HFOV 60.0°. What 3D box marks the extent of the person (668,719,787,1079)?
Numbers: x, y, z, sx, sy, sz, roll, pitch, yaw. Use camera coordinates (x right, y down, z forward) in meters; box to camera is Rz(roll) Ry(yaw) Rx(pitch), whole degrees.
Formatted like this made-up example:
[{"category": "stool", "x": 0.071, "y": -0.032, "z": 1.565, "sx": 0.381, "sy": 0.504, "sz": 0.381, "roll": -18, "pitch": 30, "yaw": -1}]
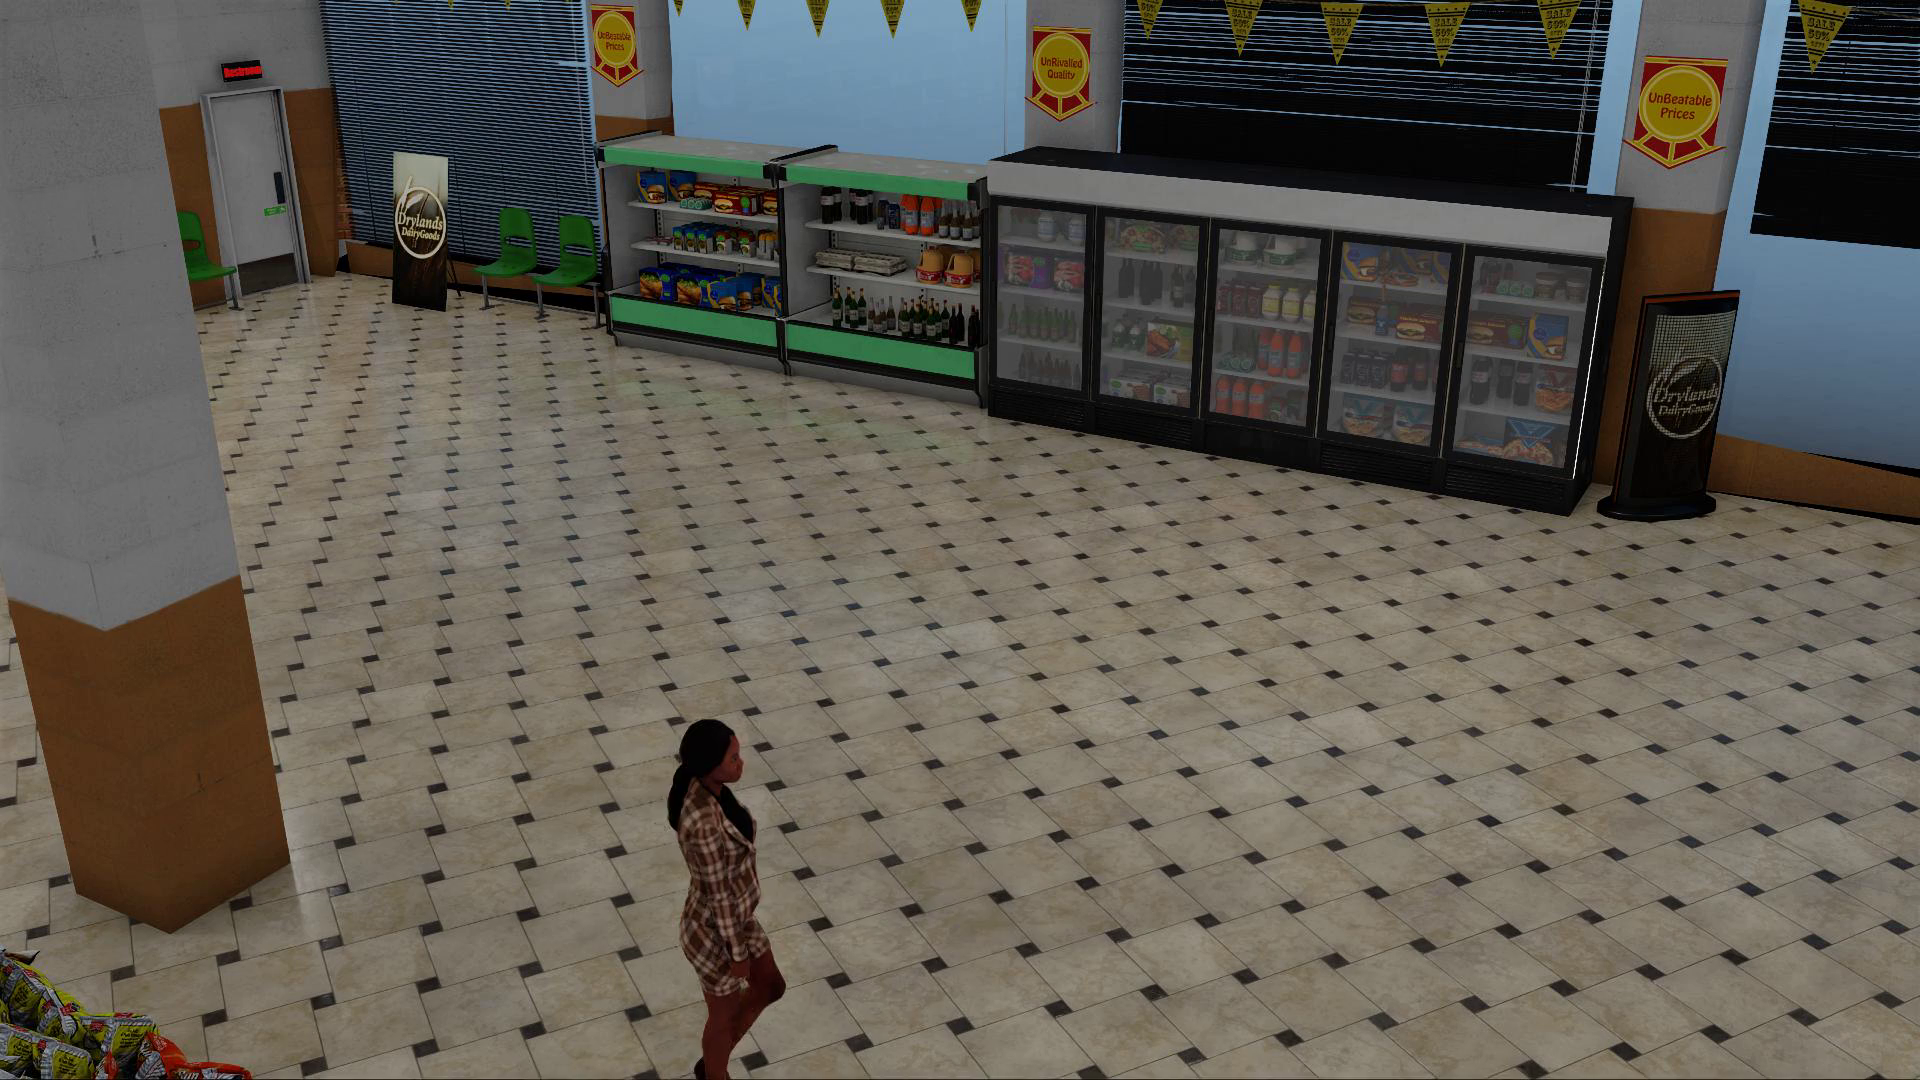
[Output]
[{"category": "person", "x": -0.974, "y": 1.481, "z": 6.235, "sx": 0.745, "sy": 1.782, "sz": 0.701, "roll": 1, "pitch": 22, "yaw": 2}]
